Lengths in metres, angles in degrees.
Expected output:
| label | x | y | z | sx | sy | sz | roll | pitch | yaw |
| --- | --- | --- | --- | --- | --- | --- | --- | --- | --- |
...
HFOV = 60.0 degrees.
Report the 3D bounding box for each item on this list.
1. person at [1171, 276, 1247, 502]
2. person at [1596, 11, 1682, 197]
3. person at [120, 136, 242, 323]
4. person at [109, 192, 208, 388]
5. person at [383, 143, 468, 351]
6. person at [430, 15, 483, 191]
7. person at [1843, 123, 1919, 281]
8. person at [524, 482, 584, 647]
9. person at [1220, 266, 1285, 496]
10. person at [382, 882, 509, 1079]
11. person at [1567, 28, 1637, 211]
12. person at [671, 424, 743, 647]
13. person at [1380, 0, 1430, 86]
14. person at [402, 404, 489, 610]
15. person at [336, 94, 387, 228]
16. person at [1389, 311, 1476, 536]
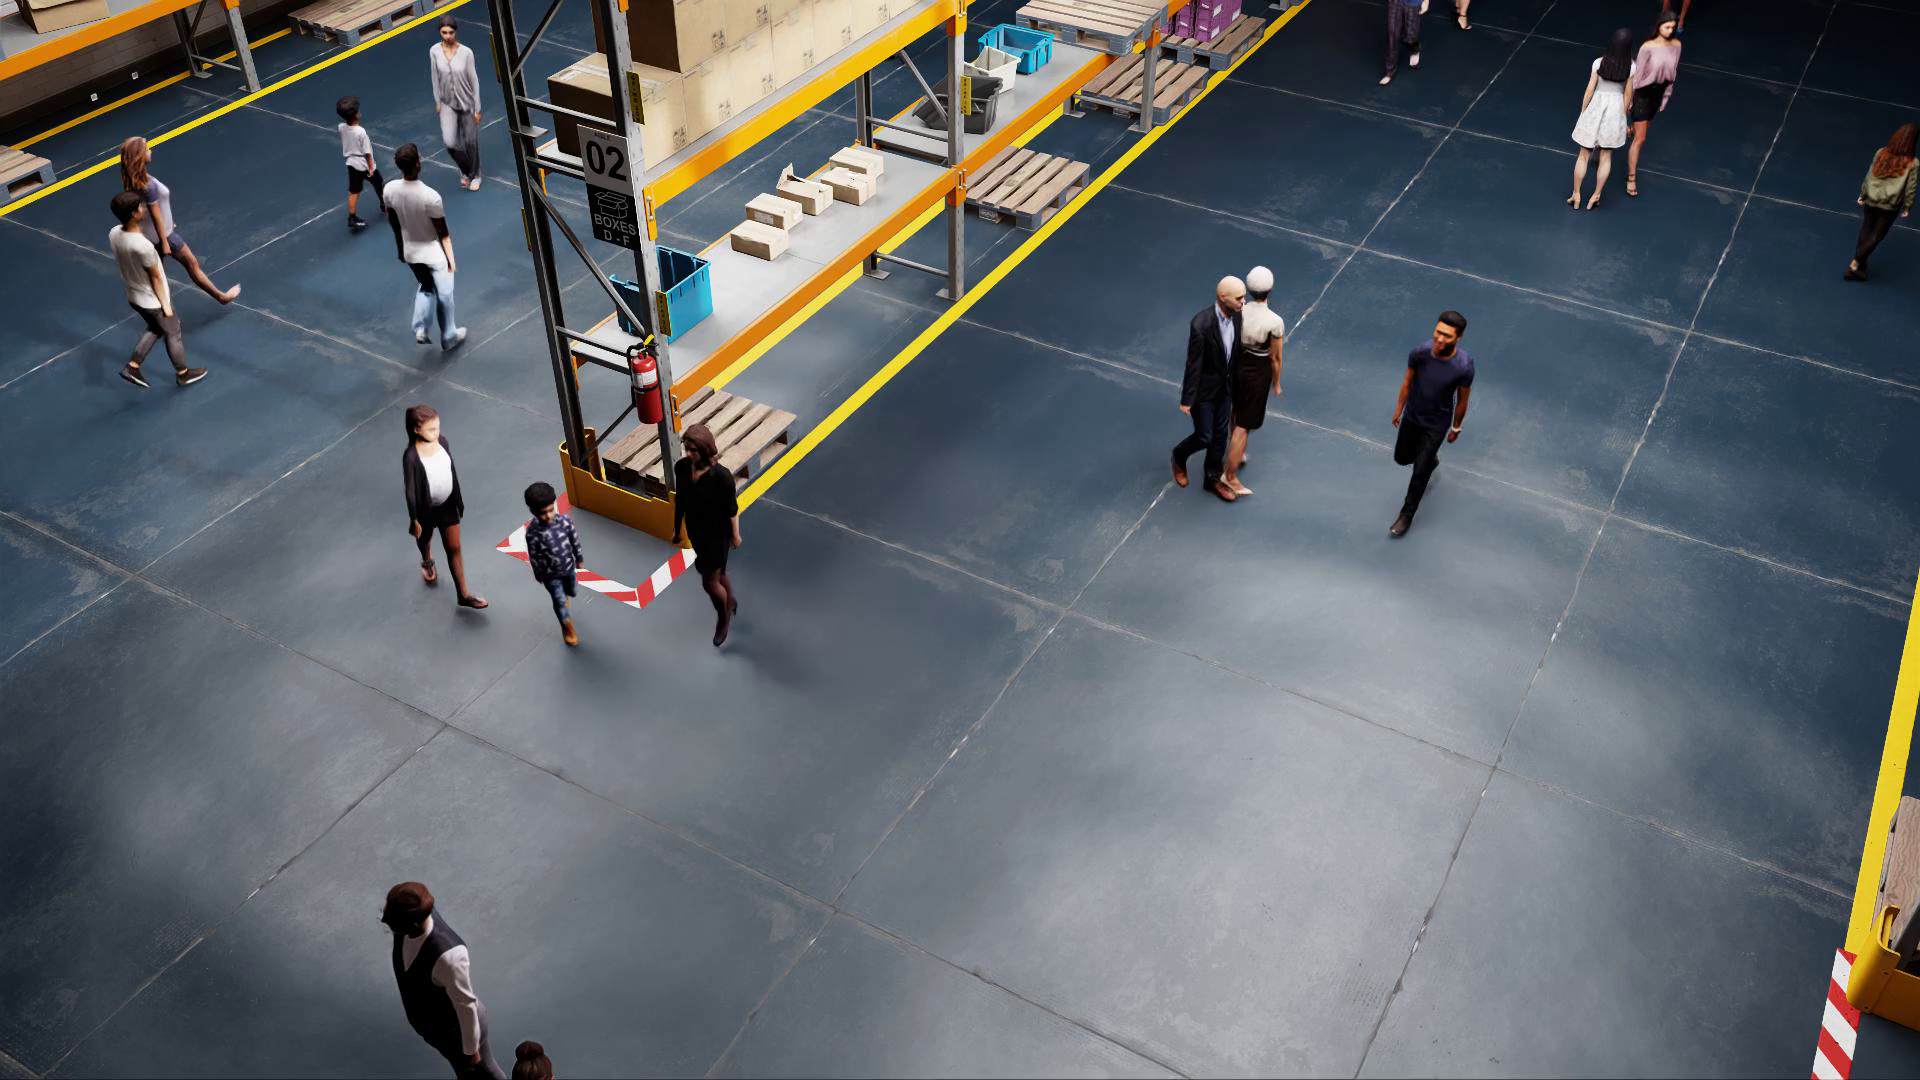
| label | x | y | z | sx | sy | sz | roll | pitch | yaw |
| --- | --- | --- | --- | --- | --- | --- | --- | --- | --- |
| person | 1.818 | -1.142 | 12.192 | 0.898 | 1.788 | 0.951 | -21 | 43 | -24 |
| person | 6.588 | -4.278 | 16.121 | 1.058 | 1.784 | 1.123 | -9 | 39 | -11 |
| person | -6.841 | -2.531 | 14.013 | 0.746 | 1.685 | 1.090 | 30 | 47 | 32 |
| person | -6.534 | -1.923 | 13.238 | 0.712 | 1.703 | 0.914 | 26 | 46 | 29 |
| person | -4.423 | -2.330 | 13.628 | 0.754 | 1.851 | 0.814 | 11 | 40 | 14 |
| person | -4.825 | -4.255 | 16.112 | 0.762 | 1.759 | 0.798 | 0 | 39 | 0 |
| person | 8.179 | -2.998 | 14.768 | 0.746 | 1.472 | 0.709 | -24 | 45 | -27 |
| person | -2.702 | 0.117 | 11.055 | 0.730 | 1.239 | 0.735 | -23 | 44 | -26 |
| person | 2.092 | -1.141 | 12.243 | 0.853 | 1.721 | 0.813 | -25 | 45 | -28 |
| person | -2.406 | 2.234 | 7.841 | 0.708 | 1.941 | 0.652 | 31 | 48 | 33 |
| person | 6.086 | -3.979 | 15.755 | 0.701 | 1.774 | 0.702 | 11 | 40 | 14 |
| person | -1.603 | -0.100 | 10.963 | 0.593 | 1.693 | 0.625 | 22 | 44 | 25 |
| person | 4.887 | -5.916 | 18.126 | 0.686 | 1.842 | 0.917 | 18 | 42 | 22 |
| person | -3.627 | -0.278 | 11.330 | 1.039 | 1.513 | 0.856 | -30 | 47 | -32 |
| person | -5.685 | -3.529 | 15.623 | 0.616 | 1.235 | 0.942 | 10 | 40 | 13 |
| person | 3.379 | -0.900 | 11.898 | 0.762 | 1.776 | 1.023 | 28 | 46 | 30 |
